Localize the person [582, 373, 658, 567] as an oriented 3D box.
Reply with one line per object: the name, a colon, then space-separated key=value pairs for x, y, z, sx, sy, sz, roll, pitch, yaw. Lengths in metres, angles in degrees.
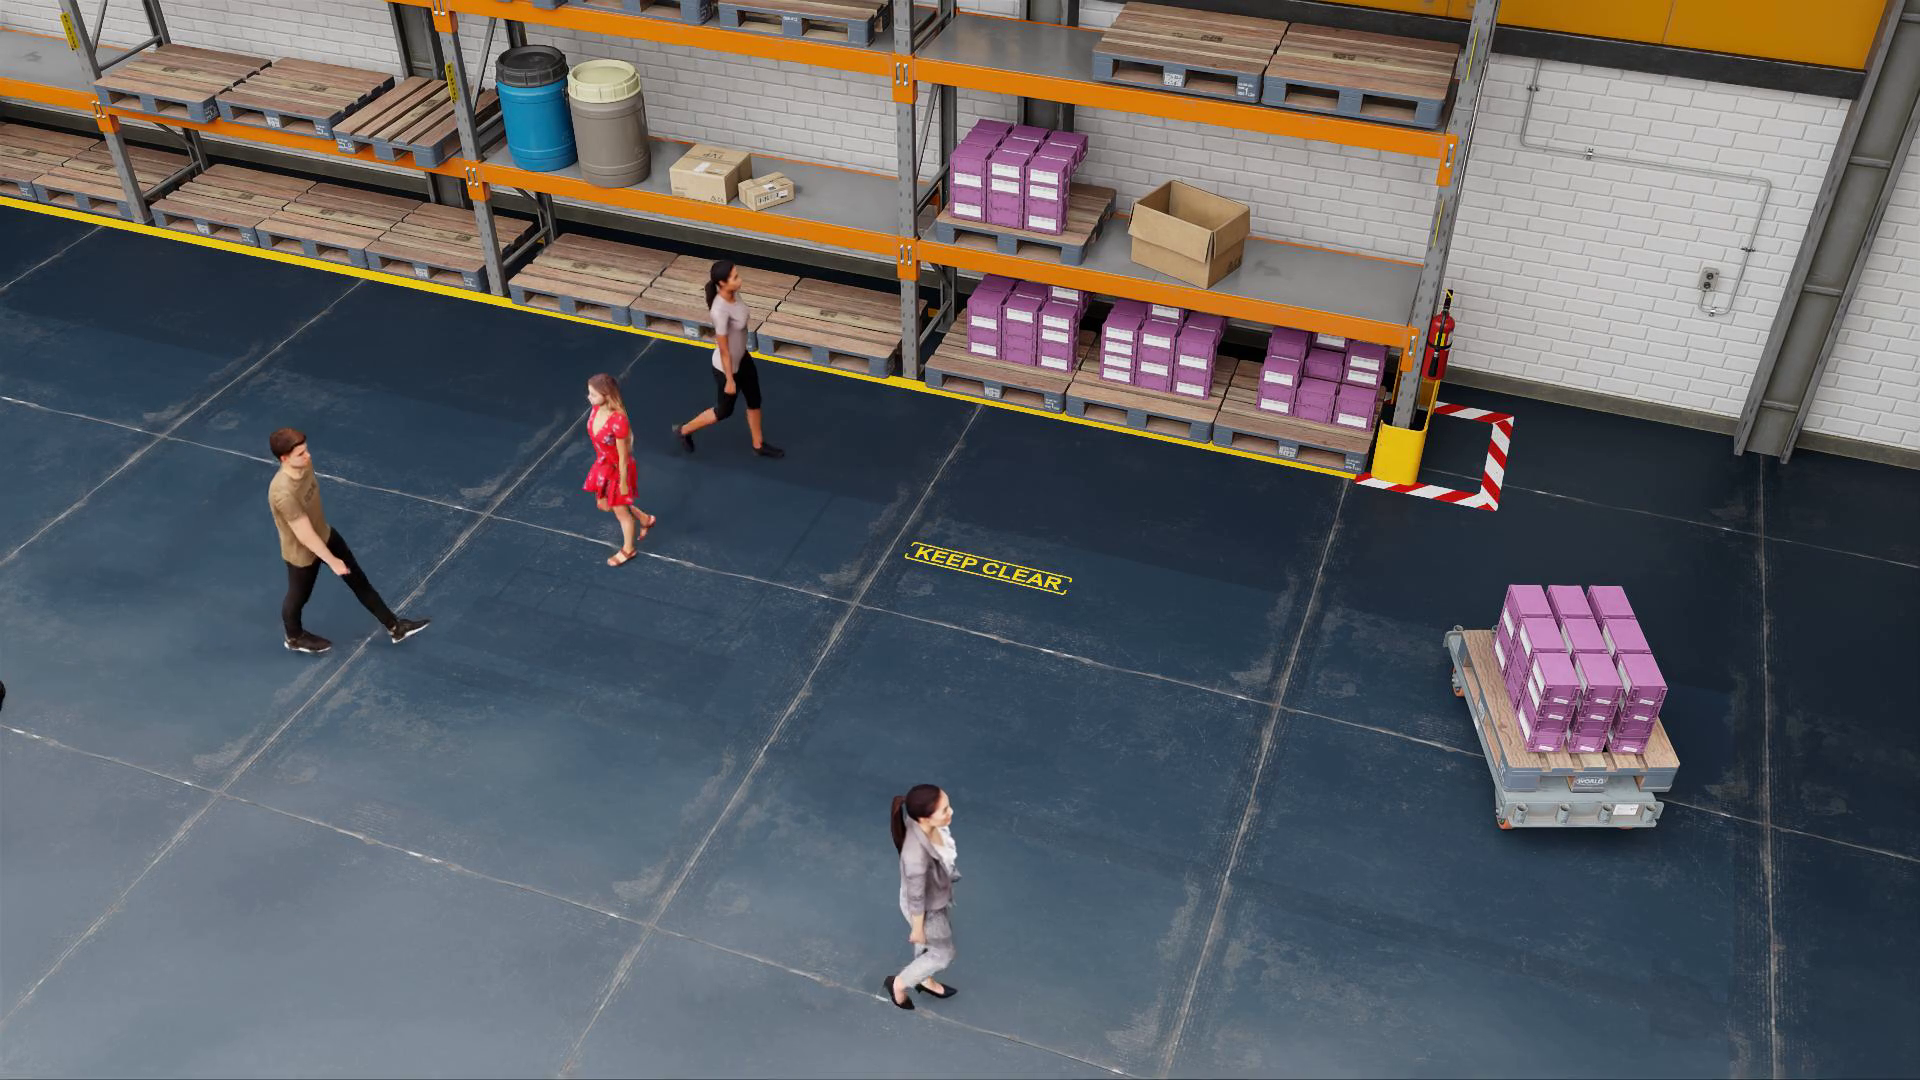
person: x=-2.333 y=-0.516 z=11.626 sx=0.825 sy=1.586 sz=0.791 roll=-25 pitch=45 yaw=-28

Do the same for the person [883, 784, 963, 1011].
person: x=-0.253 y=1.857 z=8.589 sx=0.755 sy=1.668 sz=0.716 roll=0 pitch=39 yaw=1

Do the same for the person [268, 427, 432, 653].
person: x=-4.280 y=0.062 z=10.729 sx=1.296 sy=1.801 sz=0.882 roll=2 pitch=39 yaw=2

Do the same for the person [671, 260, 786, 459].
person: x=-1.807 y=-1.313 z=12.515 sx=1.131 sy=1.722 sz=0.763 roll=5 pitch=39 yaw=6
